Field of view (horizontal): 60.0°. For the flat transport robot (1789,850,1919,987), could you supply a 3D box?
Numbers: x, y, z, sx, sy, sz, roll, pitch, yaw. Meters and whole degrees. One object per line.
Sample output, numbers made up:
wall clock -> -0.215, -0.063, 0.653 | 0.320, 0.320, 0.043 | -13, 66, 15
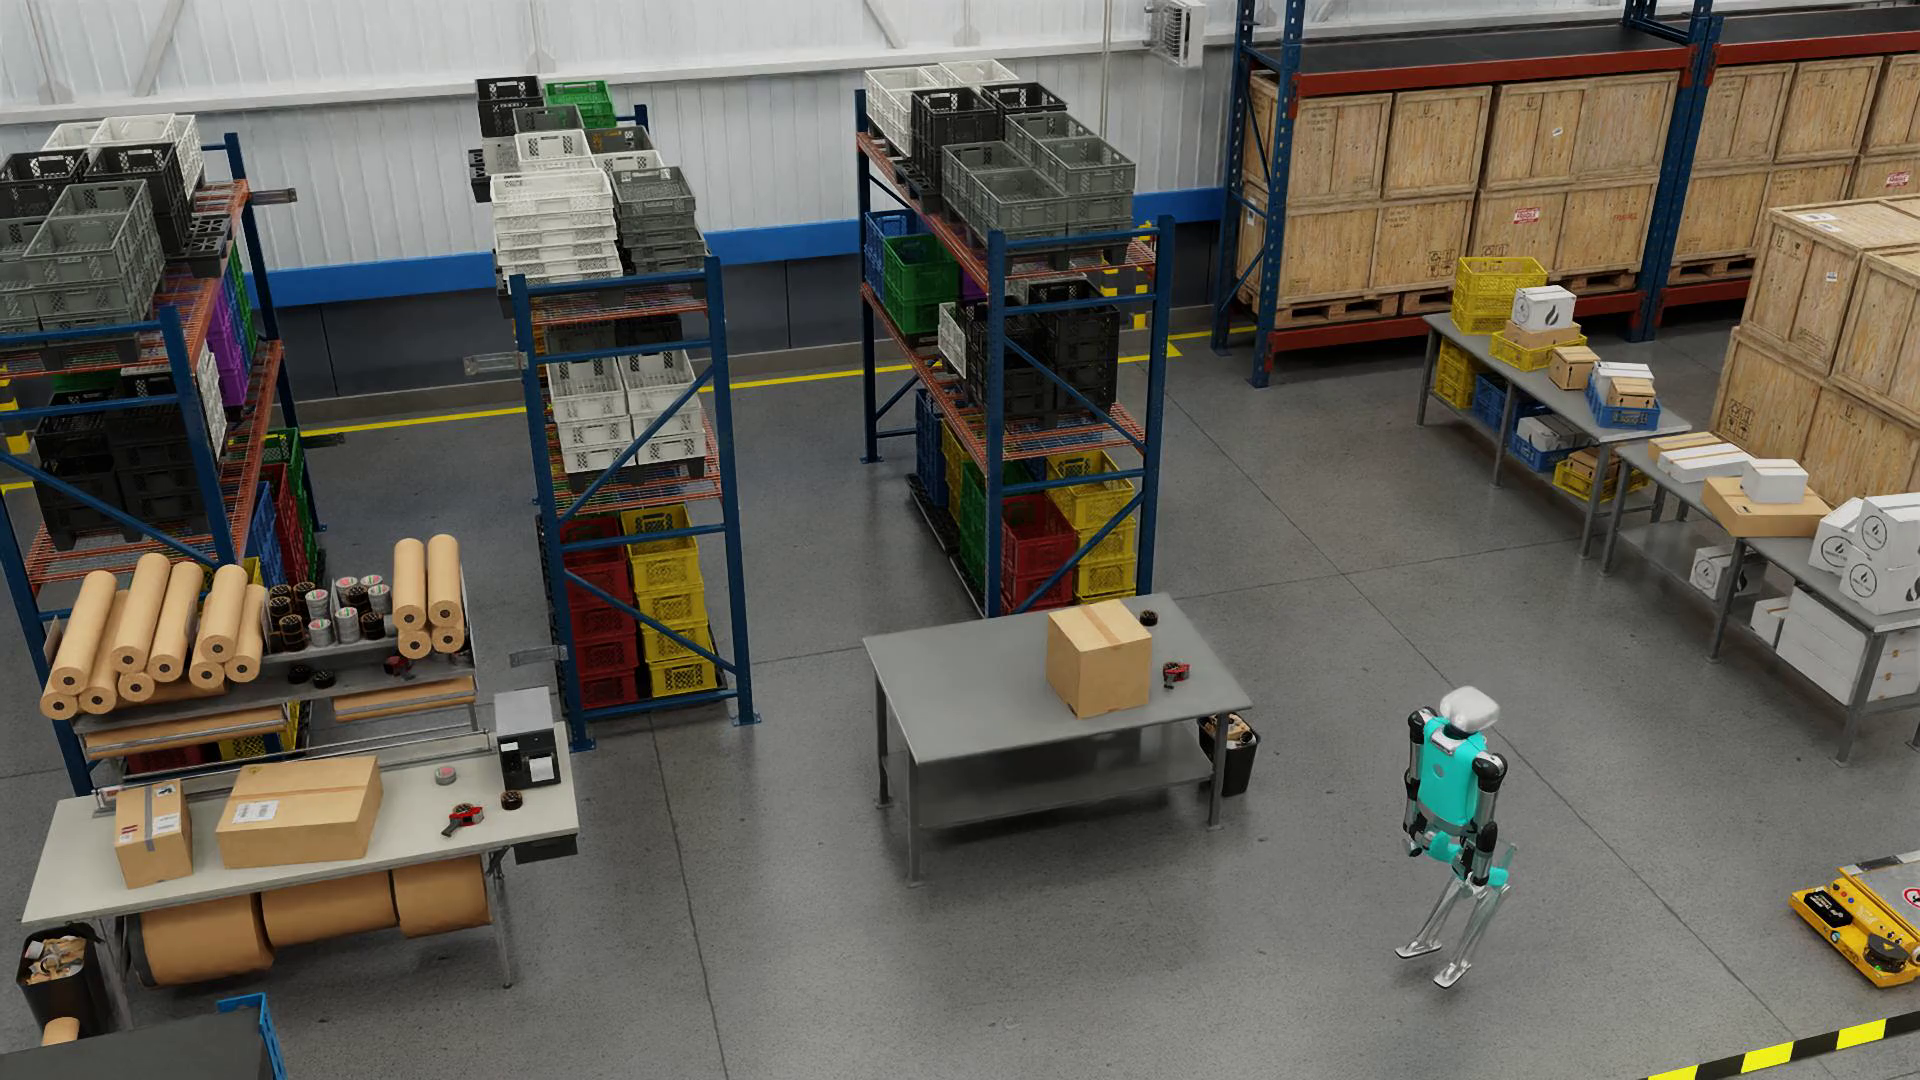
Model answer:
flat transport robot -> 5.163, 1.916, 8.676 | 1.431, 0.231, 0.659 | -8, 30, -14

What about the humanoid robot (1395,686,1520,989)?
humanoid robot -> 2.469, 1.386, 7.981 | 0.735, 1.672, 0.533 | -17, 33, -27
